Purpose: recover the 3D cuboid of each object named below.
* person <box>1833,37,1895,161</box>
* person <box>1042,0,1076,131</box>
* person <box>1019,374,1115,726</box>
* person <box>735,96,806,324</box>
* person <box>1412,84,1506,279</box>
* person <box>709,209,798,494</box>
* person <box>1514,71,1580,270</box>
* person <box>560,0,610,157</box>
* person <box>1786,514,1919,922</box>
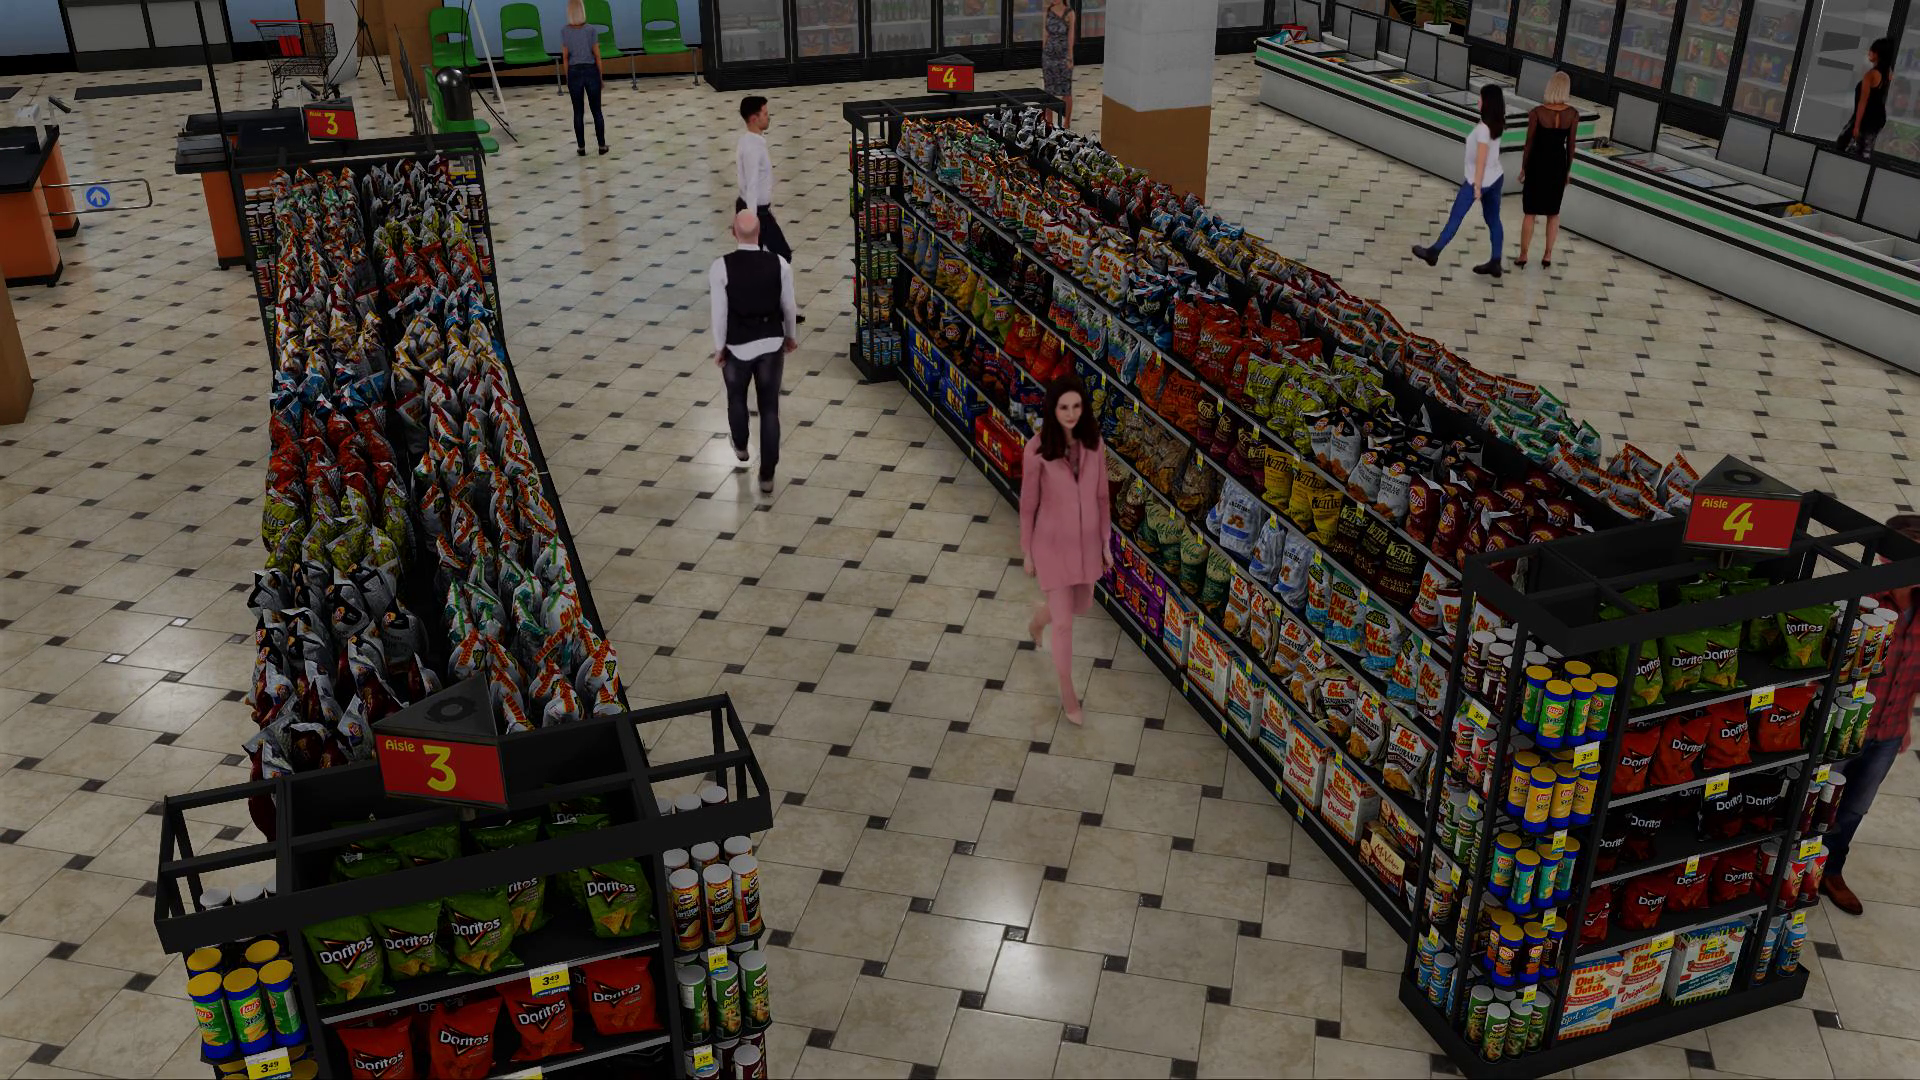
[{"bbox_3d":[9.140,-4.158,16.620,0.660,1.658,0.698,-16,31,-28],"label":"person"},{"bbox_3d":[1.158,-5.627,19.468,0.617,1.701,0.690,14,30,26],"label":"person"},{"bbox_3d":[0.511,0.003,8.282,0.639,1.778,1.022,-10,29,-19],"label":"person"},{"bbox_3d":[-1.732,-2.623,13.375,0.790,1.854,0.765,-4,27,-8],"label":"person"},{"bbox_3d":[4.642,-3.064,14.477,1.115,1.644,0.903,21,34,36],"label":"person"},{"bbox_3d":[-1.295,-1.155,10.550,0.766,1.791,1.071,-7,28,-14],"label":"person"},{"bbox_3d":[5.206,-3.275,14.780,0.667,1.746,0.672,4,27,8],"label":"person"},{"bbox_3d":[-4.195,-5.168,18.539,0.613,1.723,0.567,-4,27,-8],"label":"person"},{"bbox_3d":[3.657,0.722,6.804,0.720,1.831,0.615,-4,27,-8],"label":"person"}]
